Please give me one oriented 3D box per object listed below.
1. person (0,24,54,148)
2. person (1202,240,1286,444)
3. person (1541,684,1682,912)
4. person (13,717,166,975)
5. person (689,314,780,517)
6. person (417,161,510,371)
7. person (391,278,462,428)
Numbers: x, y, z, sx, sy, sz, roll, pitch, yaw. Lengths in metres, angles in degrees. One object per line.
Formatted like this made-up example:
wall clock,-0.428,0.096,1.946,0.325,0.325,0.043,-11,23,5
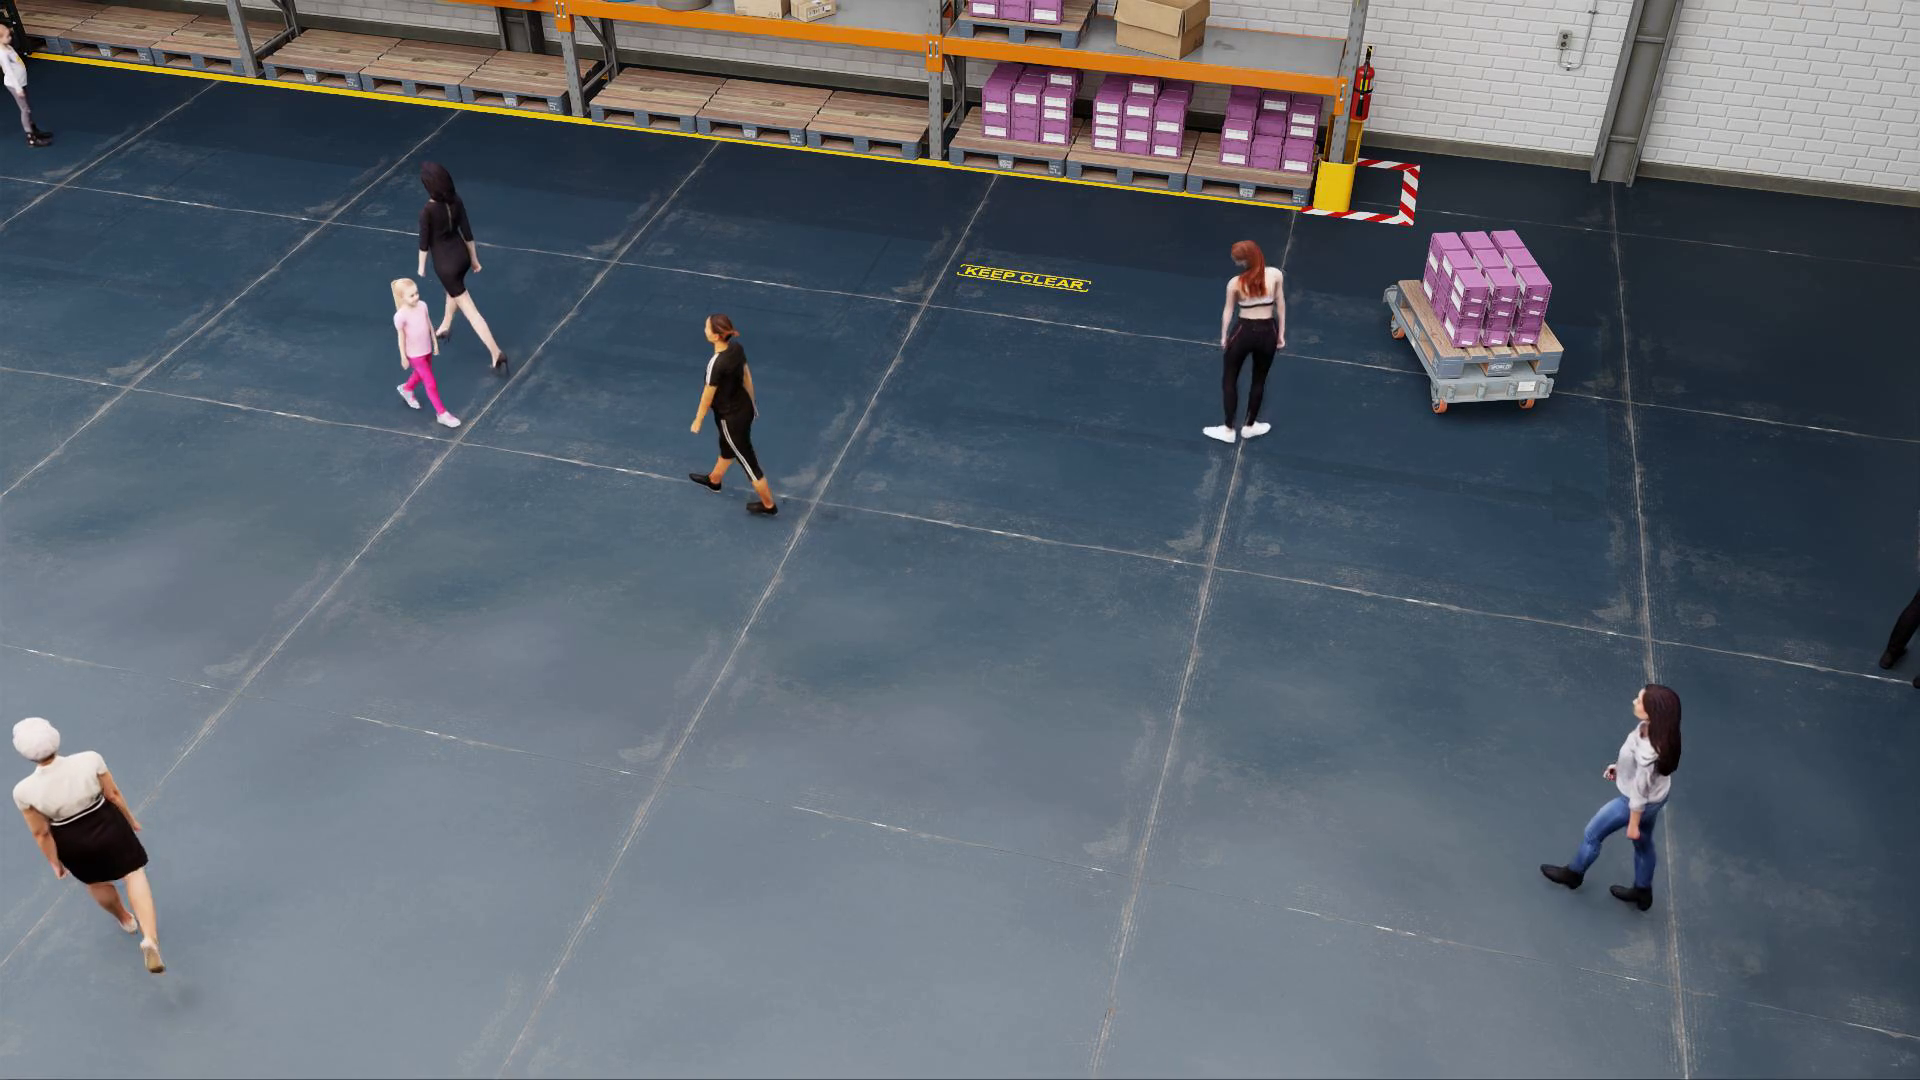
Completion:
person,-9.661,-4.660,17.011,0.637,1.277,0.587,-14,41,-17
person,2.286,-1.518,12.718,0.608,1.725,0.833,11,40,13
person,3.798,1.458,9.092,0.940,1.599,0.805,28,46,30
person,-4.535,1.639,8.757,0.961,1.734,1.041,-23,44,-26
person,-1.547,-0.864,11.973,1.001,1.633,0.613,11,40,13
person,-4.041,-2.143,13.490,1.202,1.738,0.773,19,42,22
person,-4.303,-1.508,13.083,0.931,1.254,0.613,17,42,20
